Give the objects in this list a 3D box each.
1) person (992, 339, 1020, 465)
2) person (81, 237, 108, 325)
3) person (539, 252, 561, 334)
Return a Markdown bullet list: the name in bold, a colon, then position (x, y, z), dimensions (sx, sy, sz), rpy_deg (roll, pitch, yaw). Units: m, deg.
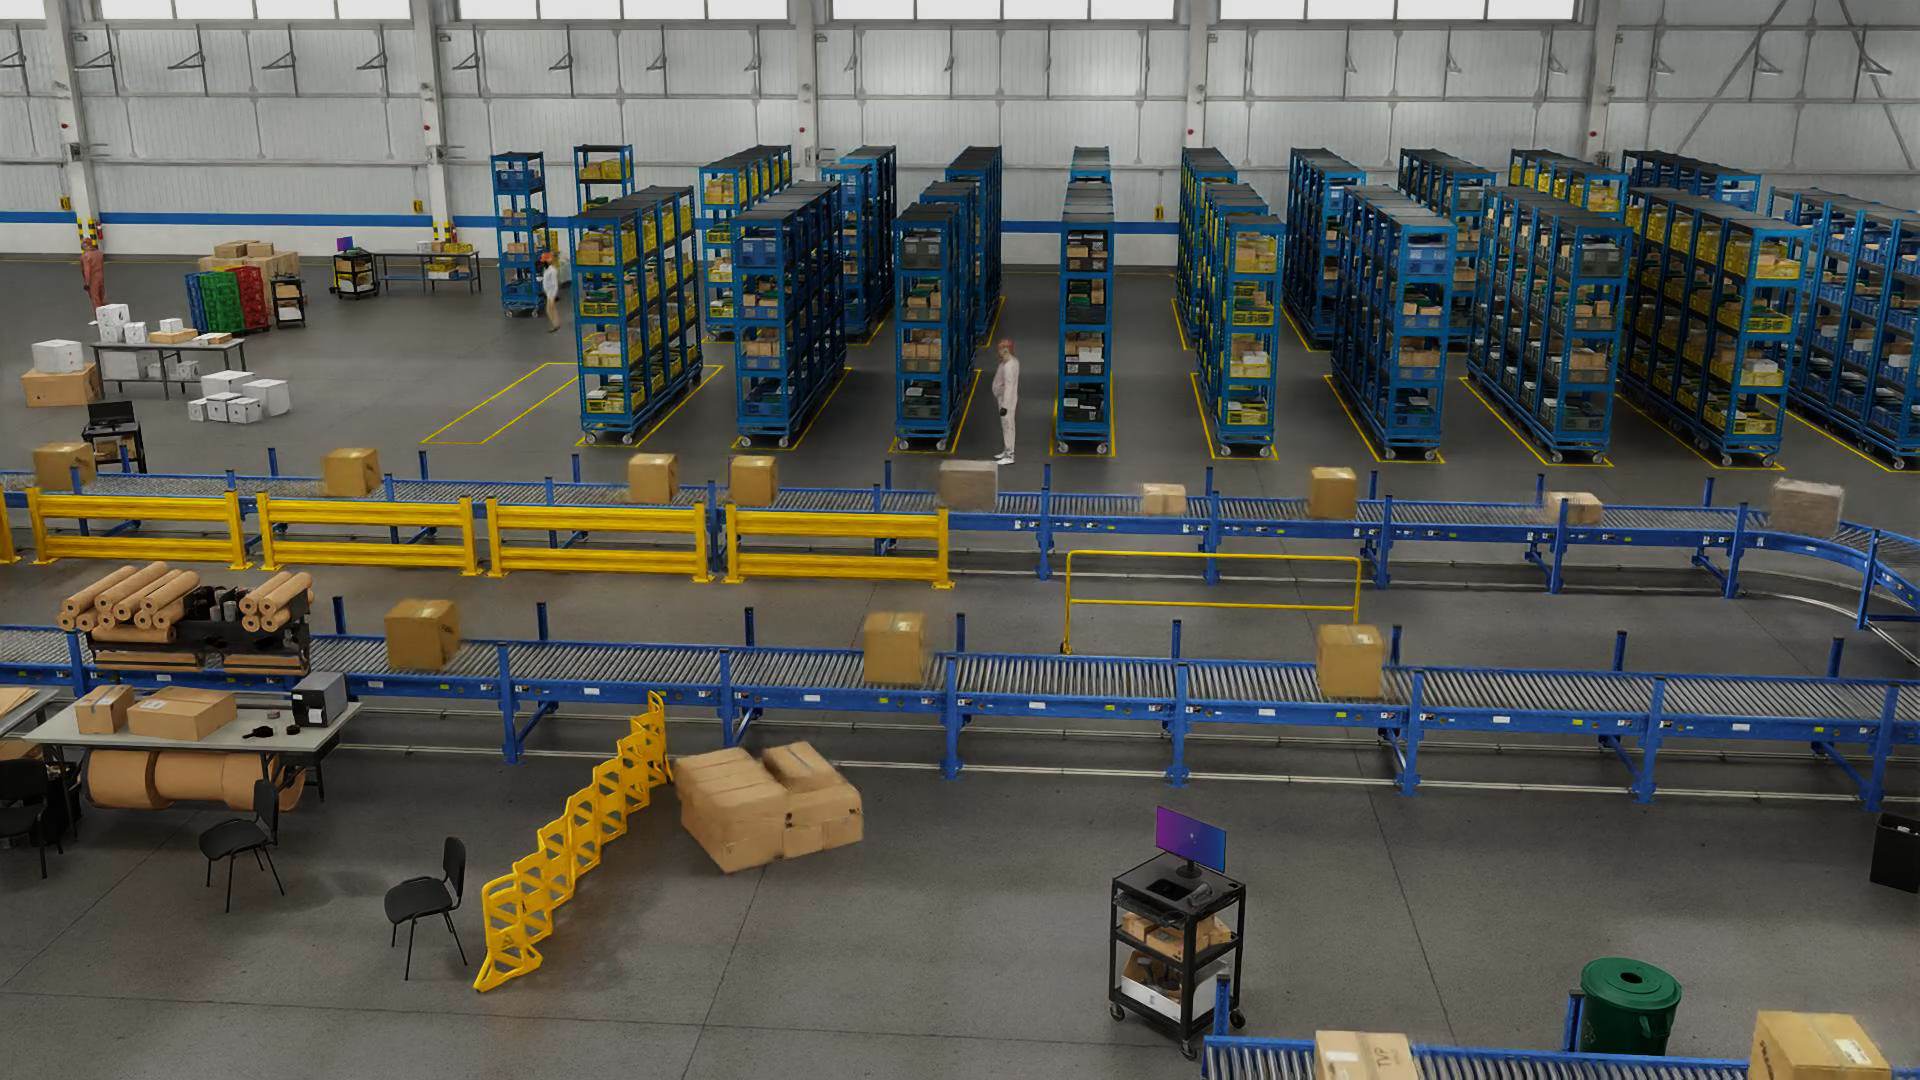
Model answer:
- **person**: position (0.685, -2.093, 25.082), dimensions (0.410, 1.909, 0.643), rpy_deg (1, 18, 4)
- **person**: position (-19.009, -5.684, 36.472), dimensions (0.411, 1.911, 0.643), rpy_deg (1, 18, 4)
- **person**: position (-8.729, -5.253, 35.392), dimensions (0.422, 1.736, 0.581), rpy_deg (-9, 20, -27)
